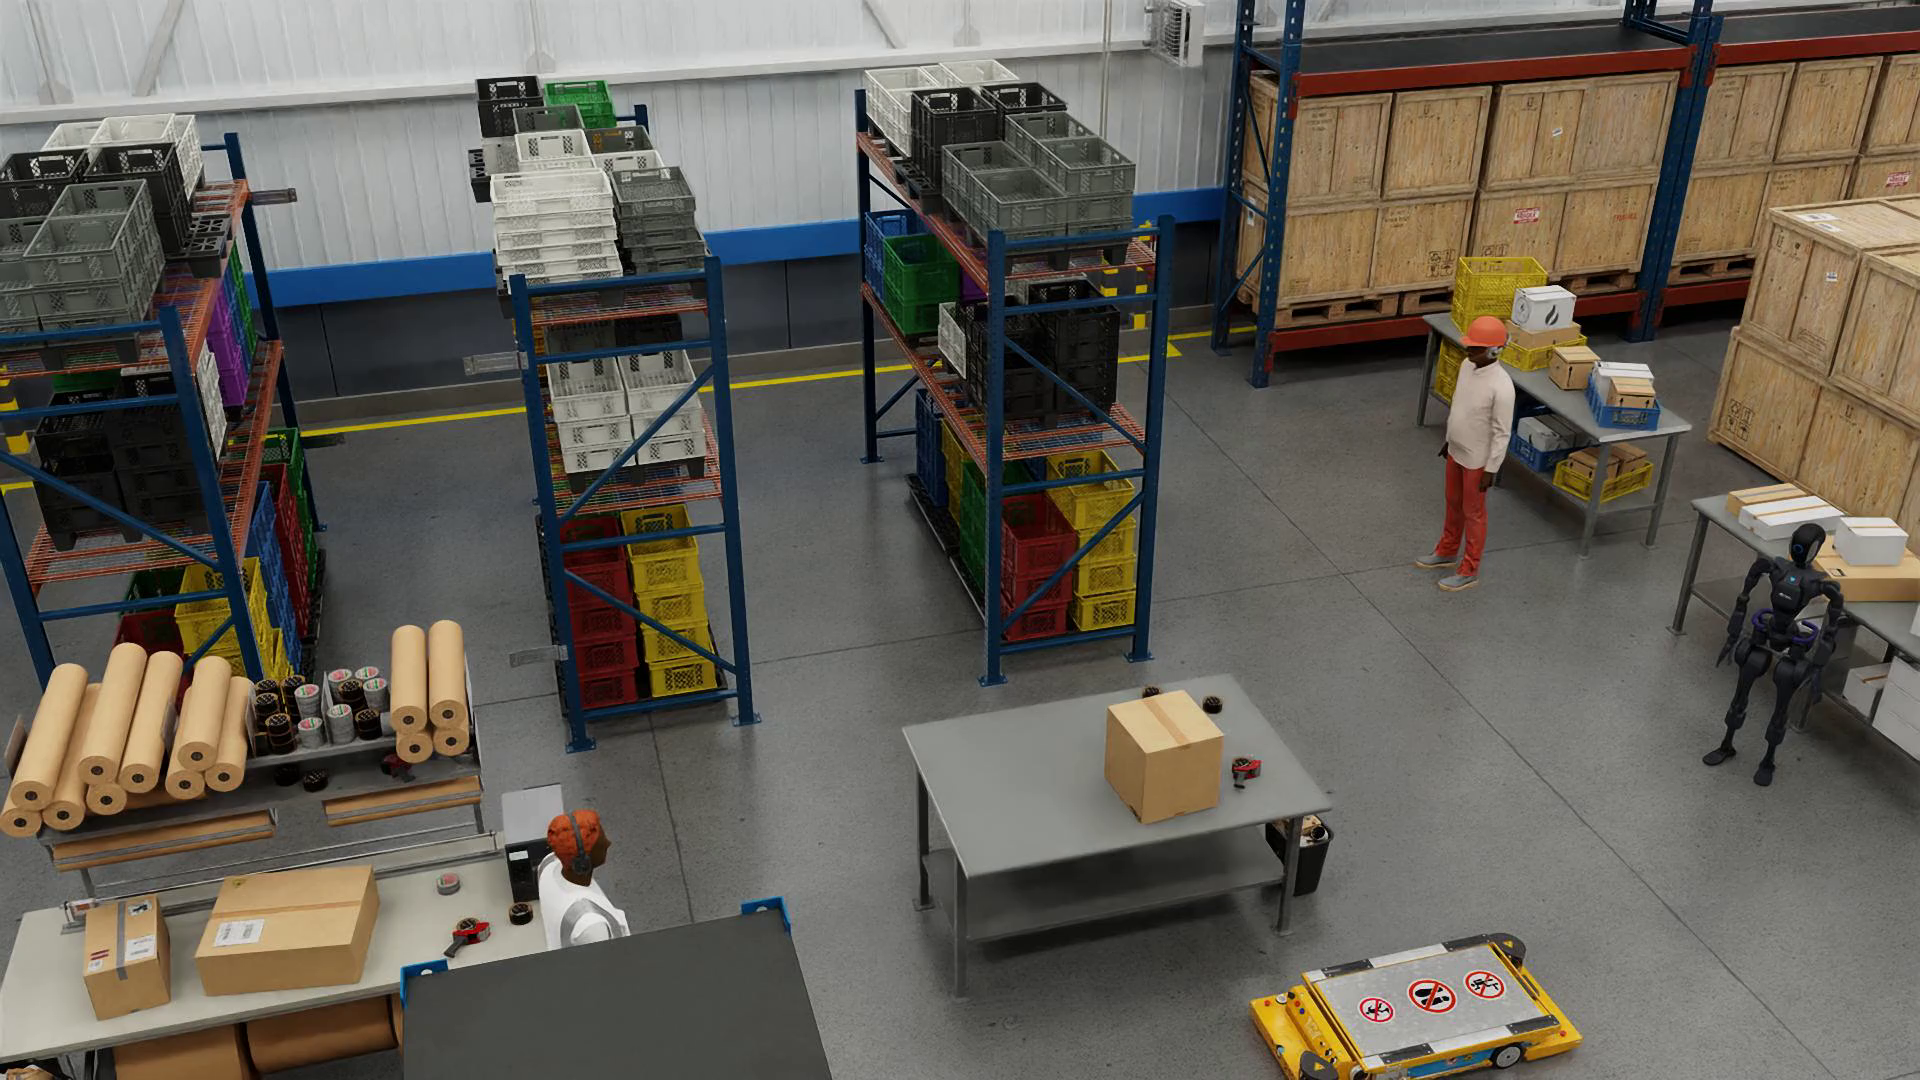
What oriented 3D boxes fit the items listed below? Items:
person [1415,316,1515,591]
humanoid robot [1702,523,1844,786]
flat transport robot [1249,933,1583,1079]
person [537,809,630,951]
[{"bbox_3d":[3.512,-0.601,11.464,0.383,1.992,0.622,-7,30,-13],"label":"person"},{"bbox_3d":[4.666,0.648,9.505,0.593,1.657,0.327,24,37,37],"label":"humanoid robot"},{"bbox_3d":[2.184,2.282,7.980,1.431,0.197,0.652,-8,30,-14],"label":"flat transport robot"},{"bbox_3d":[-1.522,1.916,7.001,0.356,1.882,0.574,-17,33,-28],"label":"person"}]
